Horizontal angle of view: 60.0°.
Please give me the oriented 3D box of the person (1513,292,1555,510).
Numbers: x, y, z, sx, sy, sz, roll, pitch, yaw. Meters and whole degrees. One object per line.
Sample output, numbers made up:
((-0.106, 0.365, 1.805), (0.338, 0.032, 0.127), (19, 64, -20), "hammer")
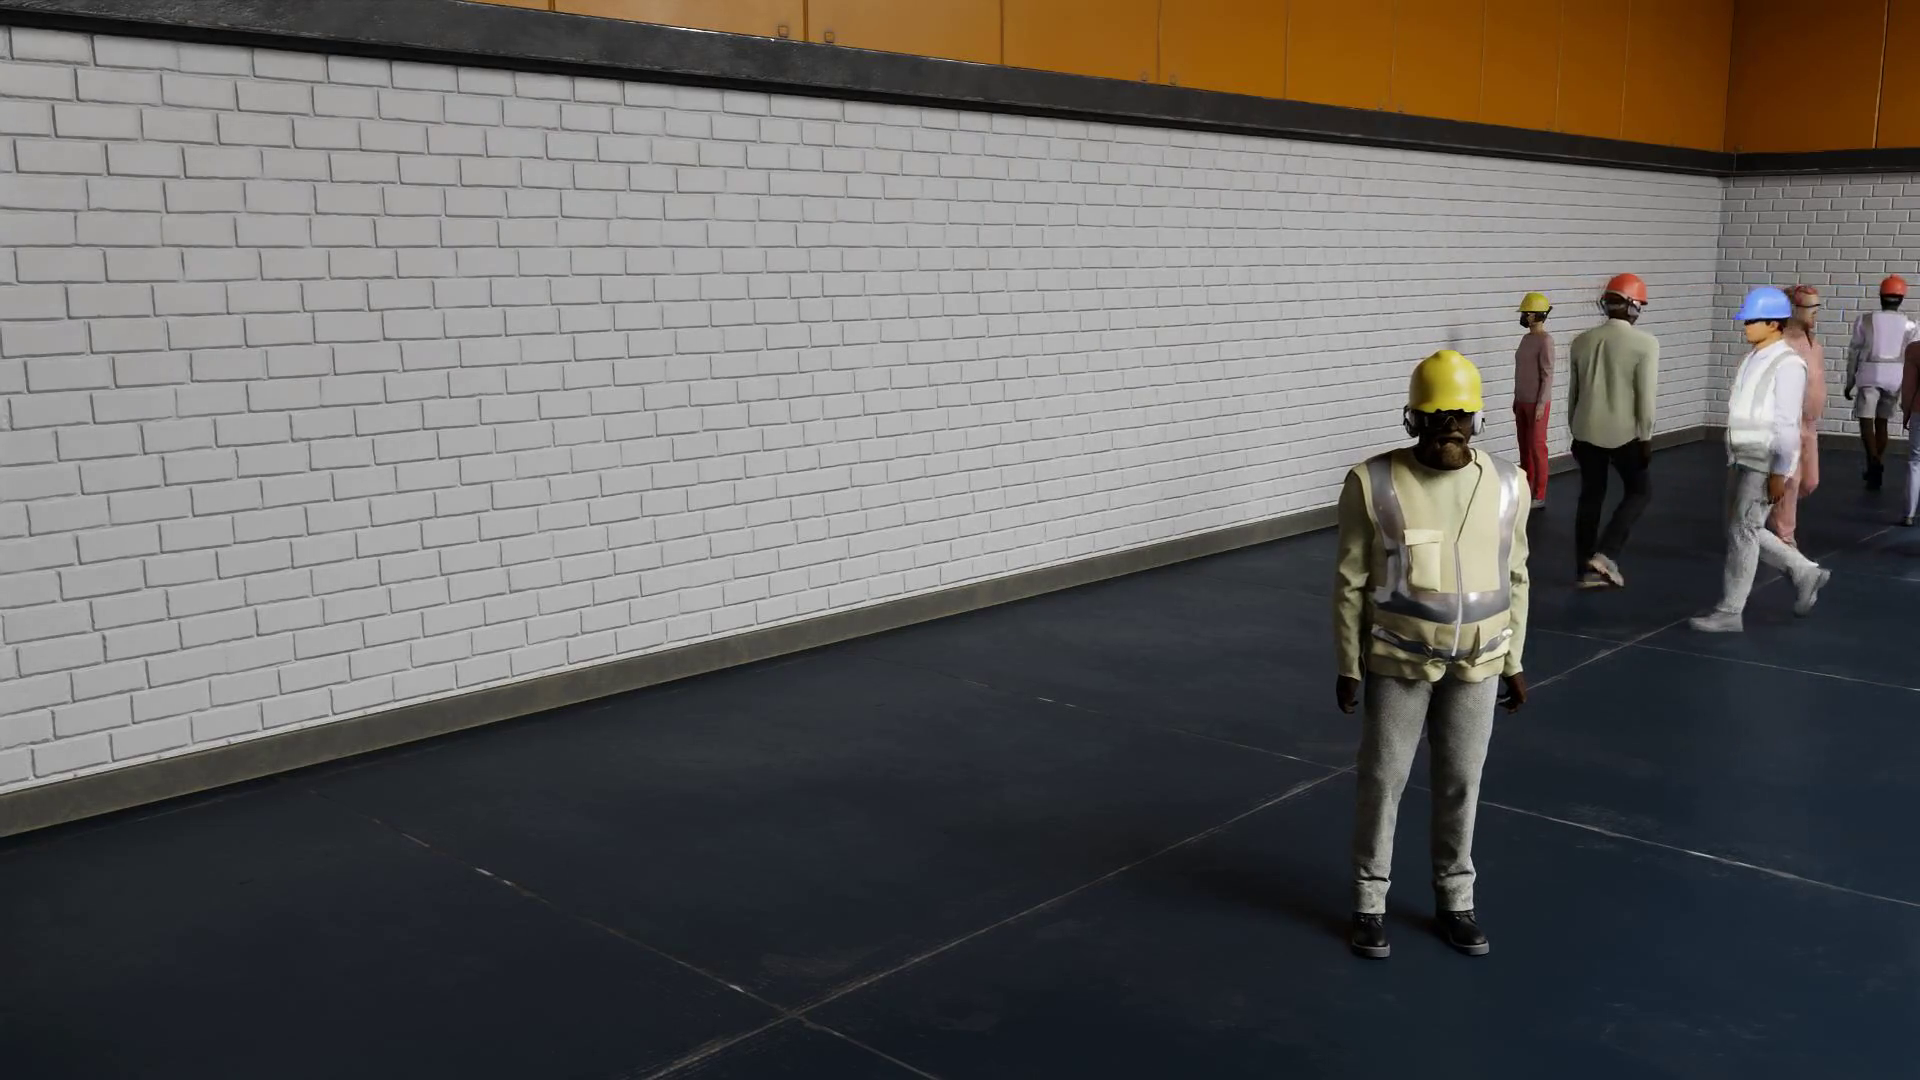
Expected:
((4.658, -1.130, 13.589), (0.311, 1.771, 0.523), (-1, 10, -6), "person")

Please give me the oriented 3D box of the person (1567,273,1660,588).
((4.061, -0.663, 10.353), (0.439, 1.969, 0.624), (-7, 12, -35), "person")

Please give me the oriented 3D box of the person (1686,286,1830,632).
((4.472, -0.435, 9.186), (0.734, 1.924, 0.623), (0, 10, 3), "person")

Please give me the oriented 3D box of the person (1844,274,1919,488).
((8.274, -1.424, 14.910), (0.541, 1.900, 0.919), (3, 10, 16), "person")

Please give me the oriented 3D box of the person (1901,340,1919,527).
((7.417, -0.957, 12.608), (0.525, 1.771, 0.305), (9, 13, 41), "person")

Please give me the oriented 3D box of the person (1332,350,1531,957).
((1.417, 0.349, 4.986), (0.602, 1.830, 0.404), (-1, 10, -3), "person")

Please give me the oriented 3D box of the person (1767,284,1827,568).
((5.520, -0.764, 11.140), (0.666, 1.892, 0.597), (-9, 13, -41), "person")
